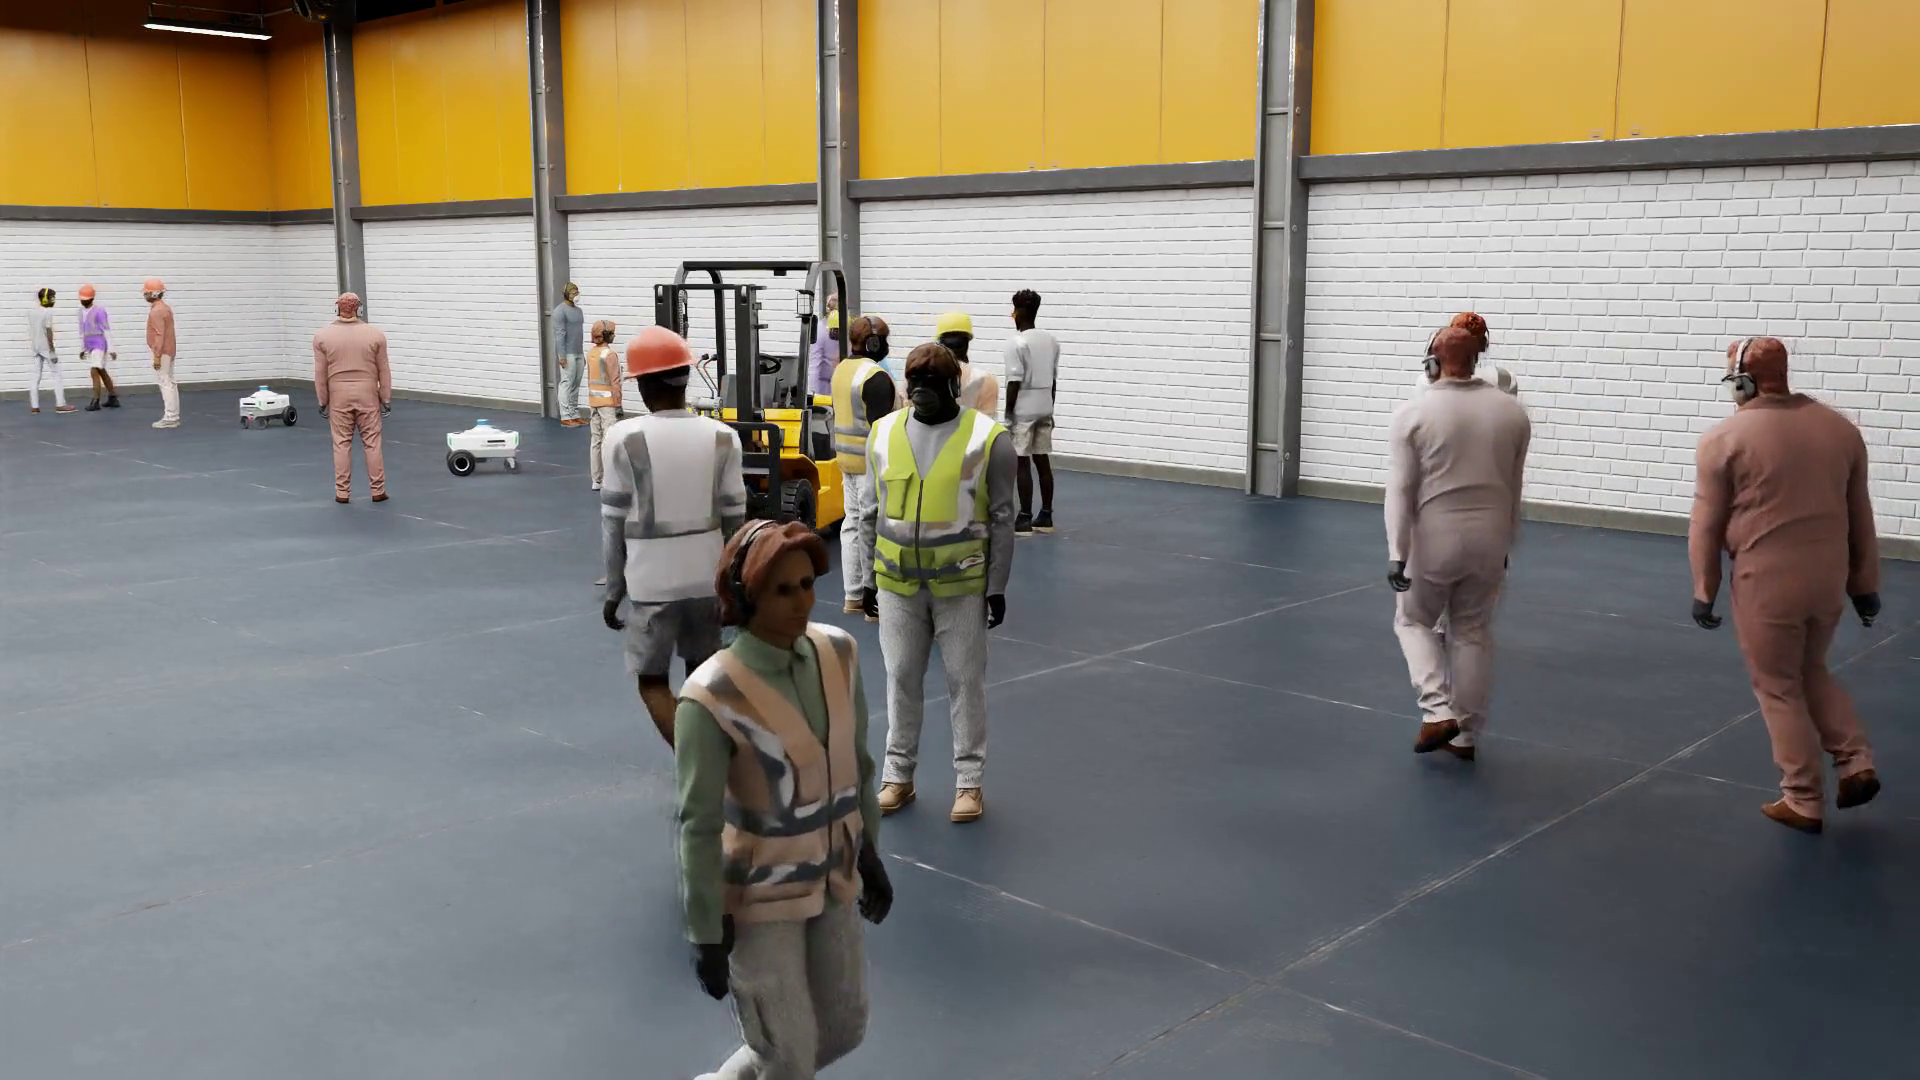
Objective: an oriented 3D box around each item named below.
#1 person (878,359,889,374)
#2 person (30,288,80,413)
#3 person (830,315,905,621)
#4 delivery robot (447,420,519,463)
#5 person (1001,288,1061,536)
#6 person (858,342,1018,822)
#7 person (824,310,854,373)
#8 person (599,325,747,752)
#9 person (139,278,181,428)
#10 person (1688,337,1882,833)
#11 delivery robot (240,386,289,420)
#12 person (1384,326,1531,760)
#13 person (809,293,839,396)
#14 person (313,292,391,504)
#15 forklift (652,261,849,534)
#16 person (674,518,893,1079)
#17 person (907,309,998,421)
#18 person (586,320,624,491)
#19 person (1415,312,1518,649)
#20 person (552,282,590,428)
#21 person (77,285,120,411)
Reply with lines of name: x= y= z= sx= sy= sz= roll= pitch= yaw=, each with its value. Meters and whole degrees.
person: x=-0.762 y=-1.007 z=14.081 sx=0.635 sy=1.680 sz=0.545 roll=4 pitch=10 yaw=22
person: x=-13.450 y=-2.778 z=24.498 sx=0.559 sy=1.838 sz=0.580 roll=5 pitch=10 yaw=27
person: x=-0.536 y=-0.432 z=10.075 sx=0.429 sy=1.844 sz=0.627 roll=-5 pitch=11 yaw=-29
delivery robot: x=-4.938 y=-1.005 z=17.232 sx=0.707 sy=0.478 sz=0.477 roll=-3 pitch=10 yaw=-18
person: x=0.543 y=-1.014 z=13.254 sx=0.361 sy=1.963 sz=0.613 roll=8 pitch=12 yaw=42
person: x=-0.102 y=0.164 z=6.417 sx=0.625 sy=1.844 sz=0.429 roll=3 pitch=10 yaw=15
person: x=-0.977 y=-1.310 z=15.734 sx=0.765 sy=1.734 sz=0.540 roll=2 pitch=10 yaw=15
person: x=-1.027 y=0.163 z=6.203 sx=0.553 sy=1.918 sz=0.745 roll=-5 pitch=11 yaw=-30
person: x=-10.716 y=-2.498 z=22.290 sx=0.403 sy=1.989 sz=0.672 roll=-2 pitch=10 yaw=-15
person: x=3.096 y=0.172 z=6.298 sx=0.669 sy=1.868 sz=0.513 roll=-2 pitch=10 yaw=-14
delivery robot: x=-9.277 y=-1.813 z=22.185 sx=0.477 sy=0.478 sz=0.707 roll=2 pitch=9 yaw=10
person: x=2.126 y=0.025 z=7.179 sx=0.653 sy=1.880 sz=0.434 roll=-1 pitch=9 yaw=-8
person: x=-1.211 y=-1.426 z=16.048 sx=0.411 sy=1.886 sz=0.668 roll=8 pitch=12 yaw=40
person: x=-5.493 y=-1.282 z=15.082 sx=0.651 sy=1.907 sz=0.409 roll=-3 pitch=10 yaw=-18
forklift: x=-1.552 y=-1.040 z=12.721 sx=1.214 sy=2.155 sz=2.313 roll=2 pitch=9 yaw=11
person: x=-0.390 y=0.747 z=3.497 sx=0.634 sy=1.622 sz=0.544 roll=6 pitch=11 yaw=34
person: x=-0.068 y=-0.413 z=9.829 sx=0.599 sy=1.894 sz=0.616 roll=4 pitch=10 yaw=23
person: x=-3.363 y=-1.264 z=15.787 sx=0.307 sy=1.641 sz=0.513 roll=-8 pitch=12 yaw=-41
person: x=2.794 y=-0.322 z=9.271 sx=0.576 sy=1.882 sz=0.355 roll=0 pitch=9 yaw=-2
person: x=-5.216 y=-2.482 z=22.342 sx=0.362 sy=1.939 sz=0.635 roll=2 pitch=10 yaw=14
person: x=-13.010 y=-2.897 z=25.078 sx=0.601 sy=1.889 sz=0.718 roll=6 pitch=11 yaw=31
